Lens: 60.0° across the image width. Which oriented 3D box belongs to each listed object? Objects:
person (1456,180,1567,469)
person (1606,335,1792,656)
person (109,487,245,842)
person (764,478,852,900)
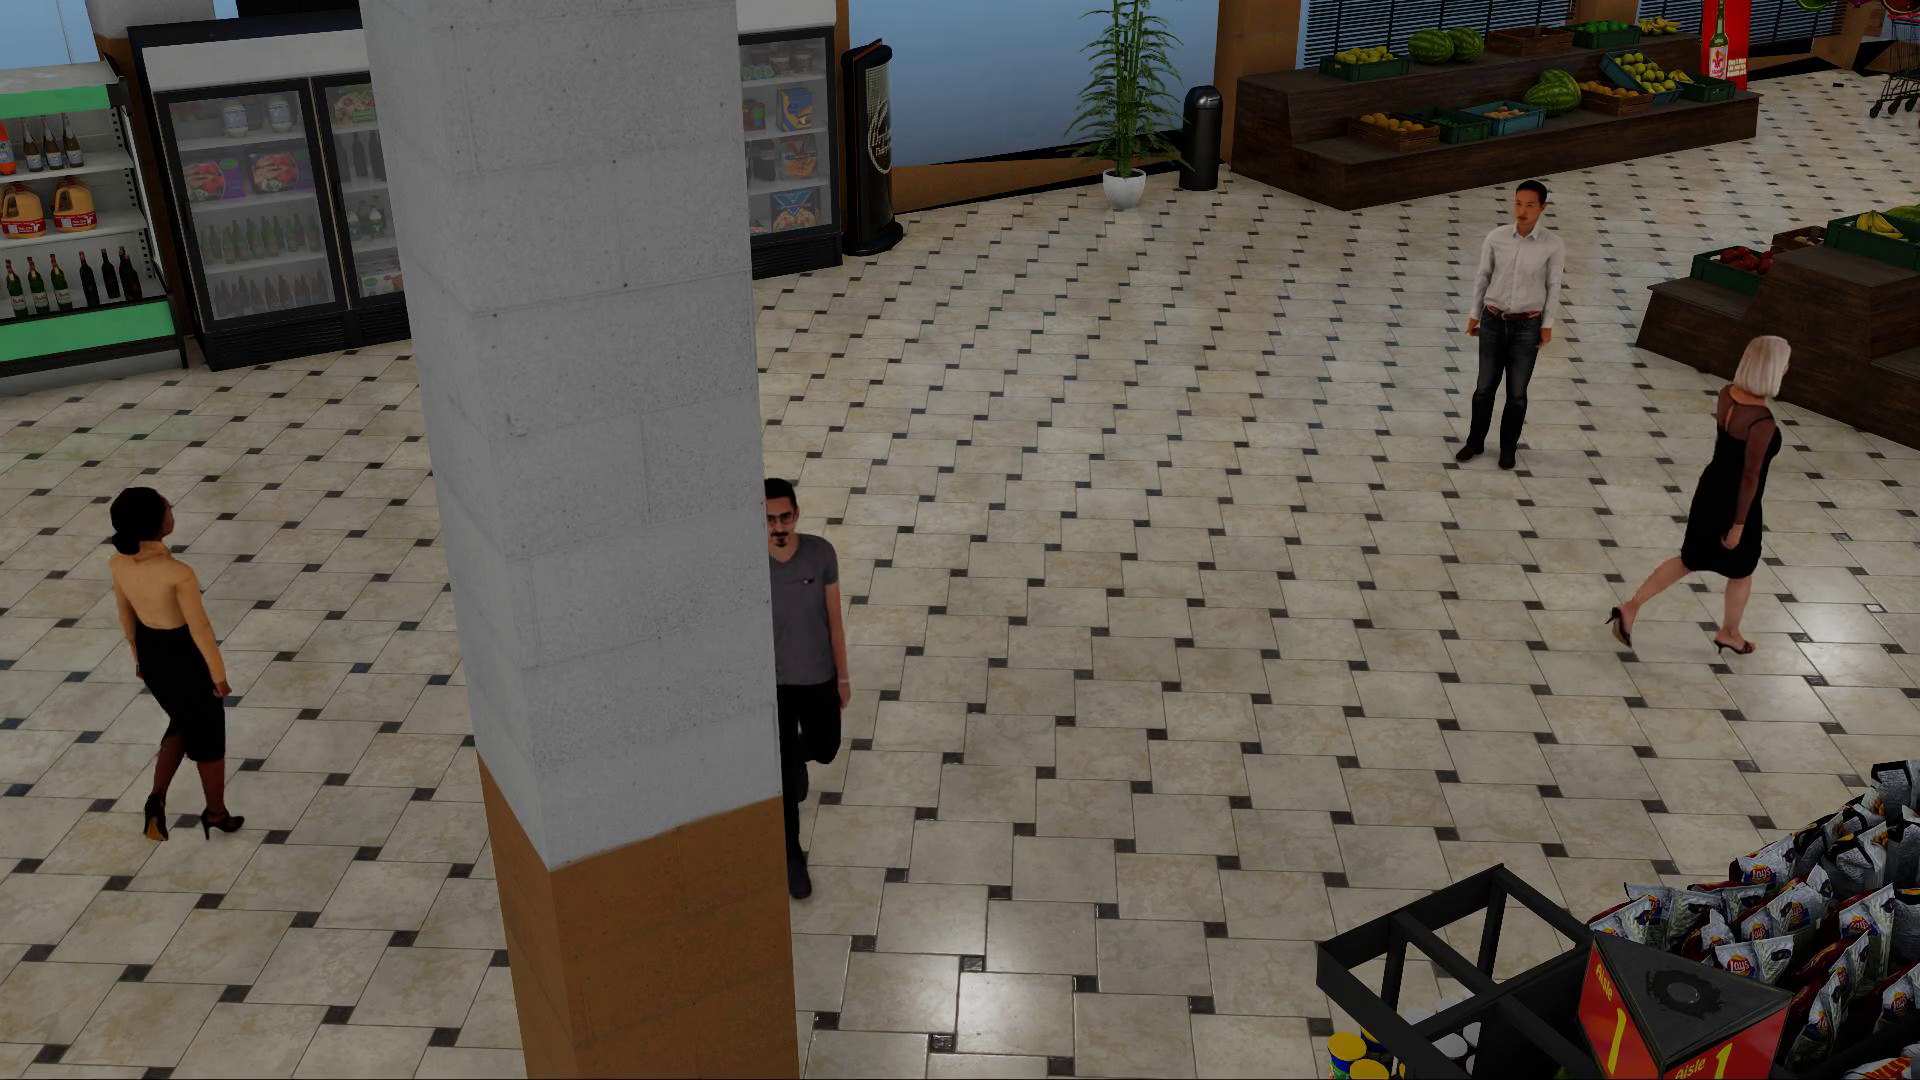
[{"bbox_3d":[3.419,-1.336,10.301,0.749,1.811,0.744,14,30,26],"label":"person"},{"bbox_3d":[3.643,-0.161,8.086,1.130,1.719,0.876,-3,27,-6],"label":"person"},{"bbox_3d":[-3.223,0.571,6.723,0.813,1.645,0.881,8,28,16],"label":"person"},{"bbox_3d":[-0.688,0.522,6.720,0.994,1.736,0.792,-9,28,-16],"label":"person"}]
